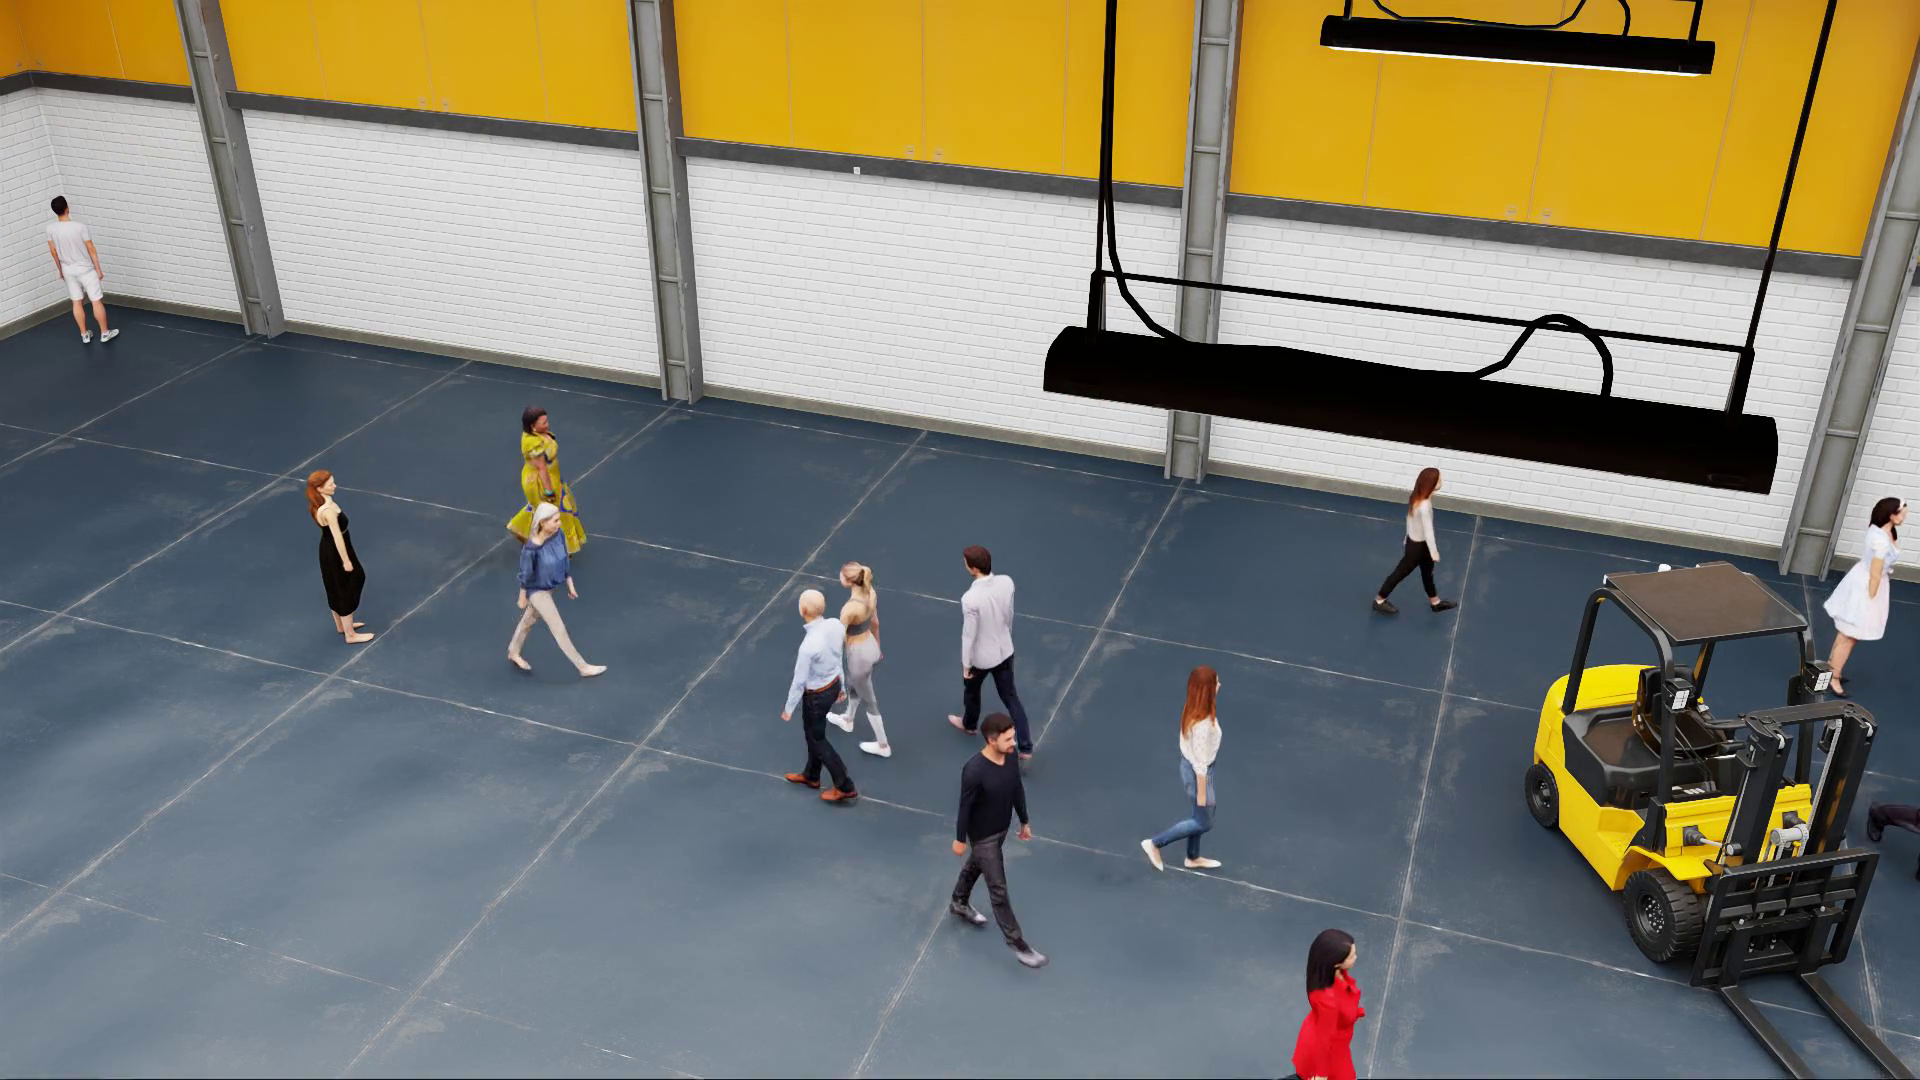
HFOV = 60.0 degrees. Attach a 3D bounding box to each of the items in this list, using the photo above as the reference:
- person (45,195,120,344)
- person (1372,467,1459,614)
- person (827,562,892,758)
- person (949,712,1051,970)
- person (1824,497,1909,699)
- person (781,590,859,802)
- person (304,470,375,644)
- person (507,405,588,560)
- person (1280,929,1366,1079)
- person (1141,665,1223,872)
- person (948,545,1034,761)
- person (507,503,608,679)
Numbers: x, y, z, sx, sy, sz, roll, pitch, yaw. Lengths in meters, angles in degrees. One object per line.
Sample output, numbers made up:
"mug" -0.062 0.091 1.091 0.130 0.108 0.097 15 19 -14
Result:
"person" -10.934 -3.354 20.618 0.674 1.856 0.823 -2 29 -4
"person" 3.994 0.053 14.802 1.012 1.443 0.647 5 29 9
"person" -0.688 0.956 12.901 0.928 1.678 0.615 13 31 23
"person" 0.112 1.901 11.022 1.256 1.819 0.899 21 35 34
"person" 7.417 0.460 13.669 0.748 1.813 0.720 14 31 23
"person" -0.978 1.197 12.367 0.909 1.766 0.697 12 31 21
"person" -5.438 0.132 14.466 0.736 1.626 0.660 -18 33 -30
"person" -4.004 -0.507 15.620 1.176 1.643 1.096 -7 29 -12
"person" 1.963 2.859 9.366 1.064 1.722 0.762 4 29 7
"person" 1.580 1.640 11.609 0.891 1.715 0.722 2 29 3
"person" 0.299 0.920 12.843 1.111 1.797 1.296 -19 34 -31
"person" -3.579 0.449 13.885 1.175 1.625 0.644 11 30 19
